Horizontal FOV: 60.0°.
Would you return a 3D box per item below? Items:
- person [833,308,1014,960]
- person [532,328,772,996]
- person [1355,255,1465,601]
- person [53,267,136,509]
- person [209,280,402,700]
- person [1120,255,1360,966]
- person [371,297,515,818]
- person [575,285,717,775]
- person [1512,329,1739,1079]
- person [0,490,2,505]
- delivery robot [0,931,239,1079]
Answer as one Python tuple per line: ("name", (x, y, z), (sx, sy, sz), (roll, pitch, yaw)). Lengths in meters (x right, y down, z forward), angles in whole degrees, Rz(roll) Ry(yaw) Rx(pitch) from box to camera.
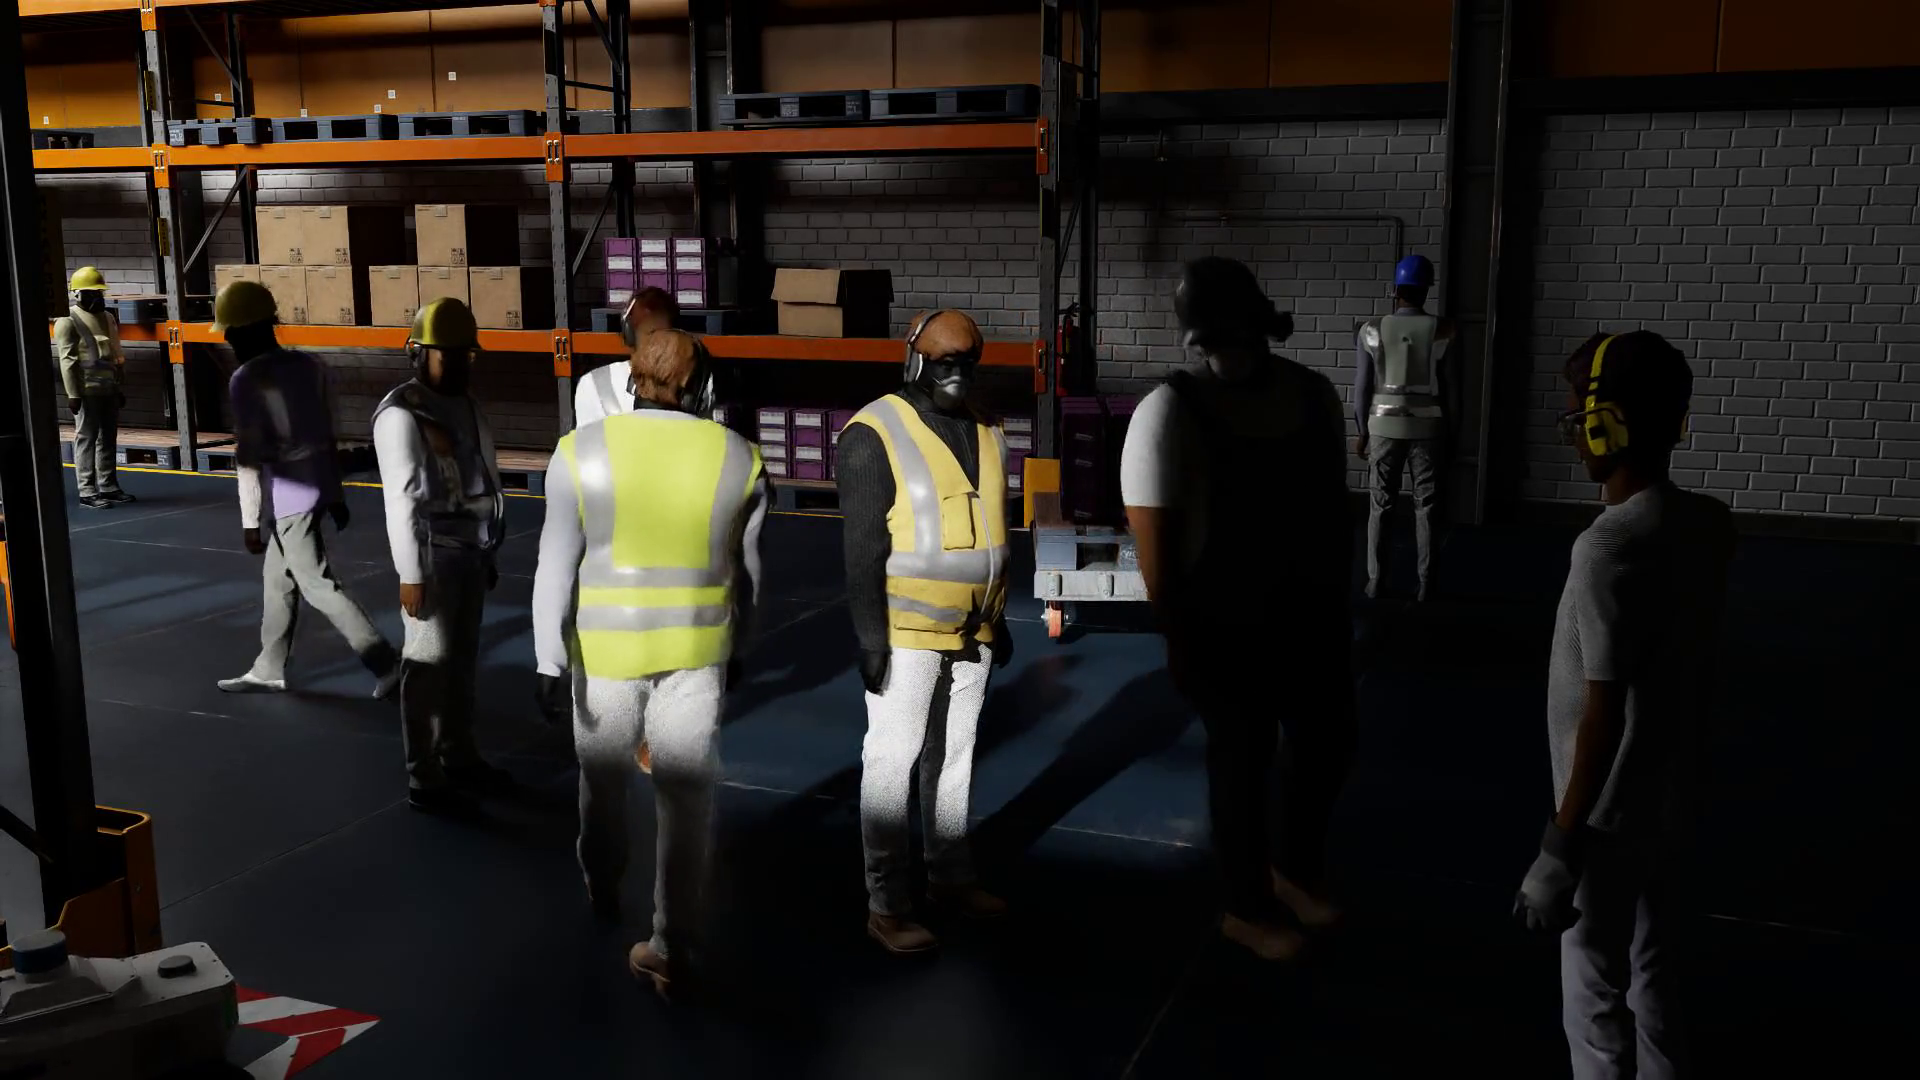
("person", (-0.066, 0.257, 4.801), (0.430, 1.839, 0.619), (9, 14, 41))
("person", (-0.876, 0.303, 4.715), (0.666, 1.779, 0.933), (-3, 11, -16))
("person", (2.525, -0.620, 9.374), (0.602, 1.948, 0.384), (4, 11, 19))
("person", (-6.587, -1.159, 12.695), (0.404, 1.830, 0.601), (1, 10, 8))
("person", (-2.851, -0.194, 7.250), (0.934, 1.873, 0.640), (2, 10, 9))
("person", (0.834, 0.178, 4.669), (0.740, 2.000, 0.546), (-5, 11, -26))
("person", (-1.826, 0.054, 5.950), (0.404, 1.828, 0.592), (2, 10, 12))
("person", (-1.242, -0.059, 6.500), (0.592, 1.868, 0.683), (-6, 12, -30))
("person", (1.234, 0.538, 3.158), (0.521, 1.865, 0.328), (-9, 14, -42))
("person", (-7.548, -1.088, 12.832), (0.310, 1.642, 0.514), (-2, 10, -8))
("delivery robot", (-1.939, 1.077, 3.538), (0.707, 0.478, 0.477), (-8, 13, -37))
